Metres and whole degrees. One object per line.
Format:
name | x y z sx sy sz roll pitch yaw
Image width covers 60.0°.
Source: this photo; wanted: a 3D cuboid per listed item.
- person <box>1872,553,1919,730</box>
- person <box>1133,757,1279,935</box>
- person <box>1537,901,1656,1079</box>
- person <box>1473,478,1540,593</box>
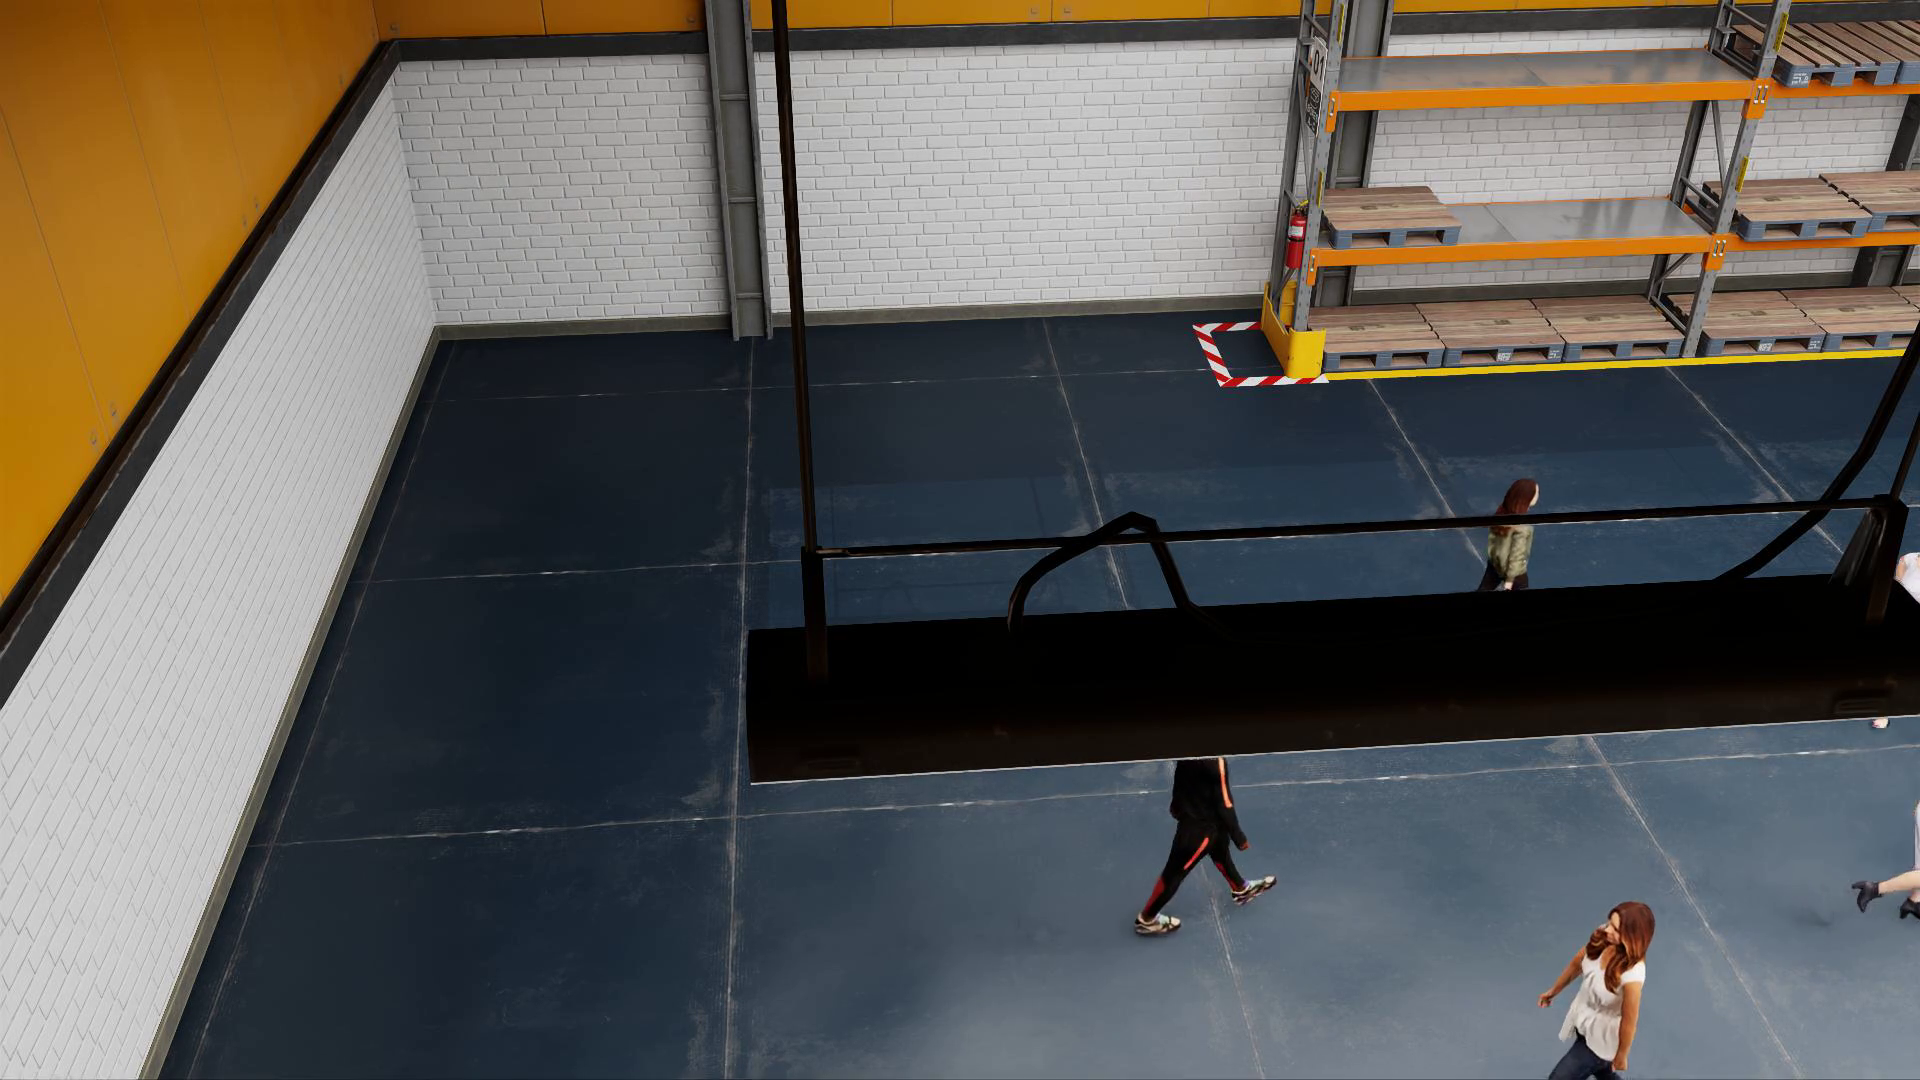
person | 6.659 0.532 11.598 0.763 1.590 0.826 27 42 35
person | 1.320 1.650 9.761 1.186 1.762 0.705 -6 34 -8
person | 3.344 2.502 8.500 1.097 1.739 0.665 1 34 1
person | 3.946 0.191 12.245 0.969 1.442 0.606 -4 34 -6
